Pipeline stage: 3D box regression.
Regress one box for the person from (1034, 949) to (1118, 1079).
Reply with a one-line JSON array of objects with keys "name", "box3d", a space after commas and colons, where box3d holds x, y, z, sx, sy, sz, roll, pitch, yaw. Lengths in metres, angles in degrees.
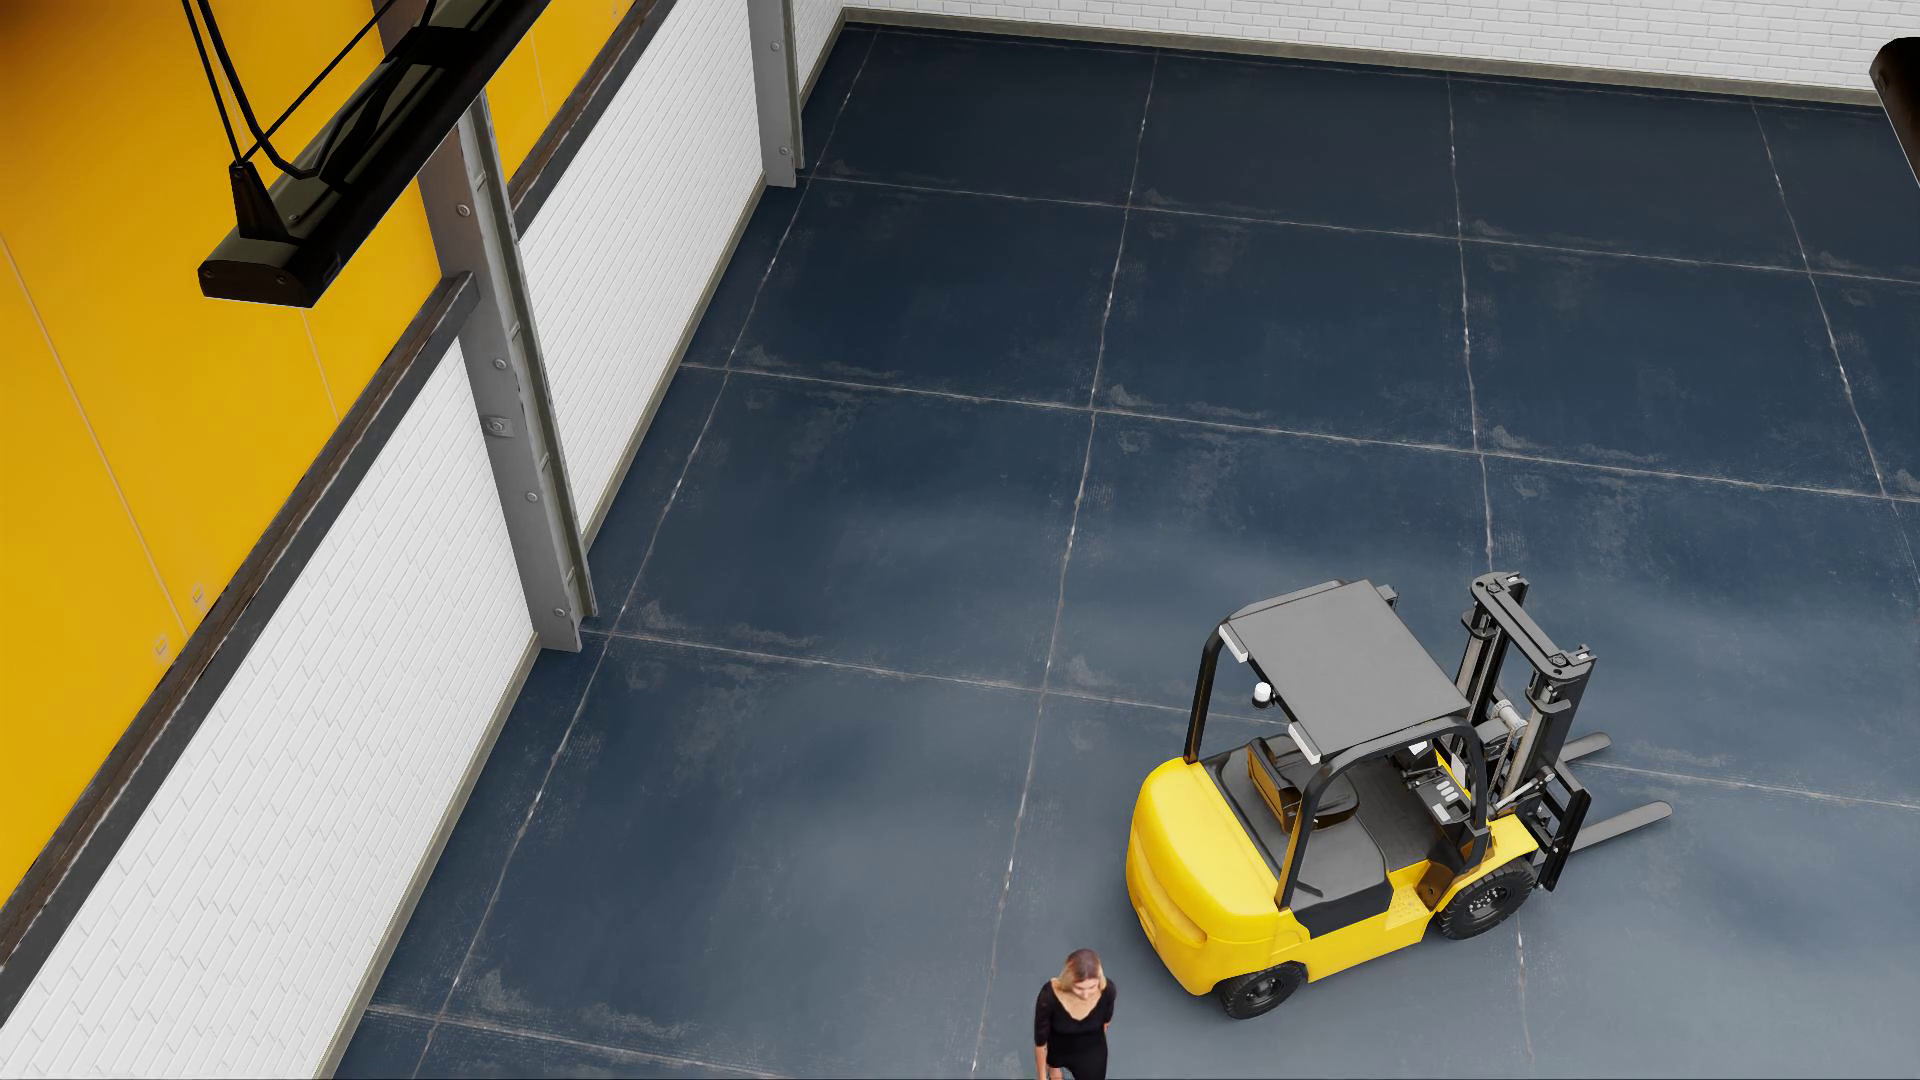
[{"name": "person", "box3d": [0.541, 2.478, 8.349, 0.757, 1.625, 1.125, -3, 44, -4]}]
